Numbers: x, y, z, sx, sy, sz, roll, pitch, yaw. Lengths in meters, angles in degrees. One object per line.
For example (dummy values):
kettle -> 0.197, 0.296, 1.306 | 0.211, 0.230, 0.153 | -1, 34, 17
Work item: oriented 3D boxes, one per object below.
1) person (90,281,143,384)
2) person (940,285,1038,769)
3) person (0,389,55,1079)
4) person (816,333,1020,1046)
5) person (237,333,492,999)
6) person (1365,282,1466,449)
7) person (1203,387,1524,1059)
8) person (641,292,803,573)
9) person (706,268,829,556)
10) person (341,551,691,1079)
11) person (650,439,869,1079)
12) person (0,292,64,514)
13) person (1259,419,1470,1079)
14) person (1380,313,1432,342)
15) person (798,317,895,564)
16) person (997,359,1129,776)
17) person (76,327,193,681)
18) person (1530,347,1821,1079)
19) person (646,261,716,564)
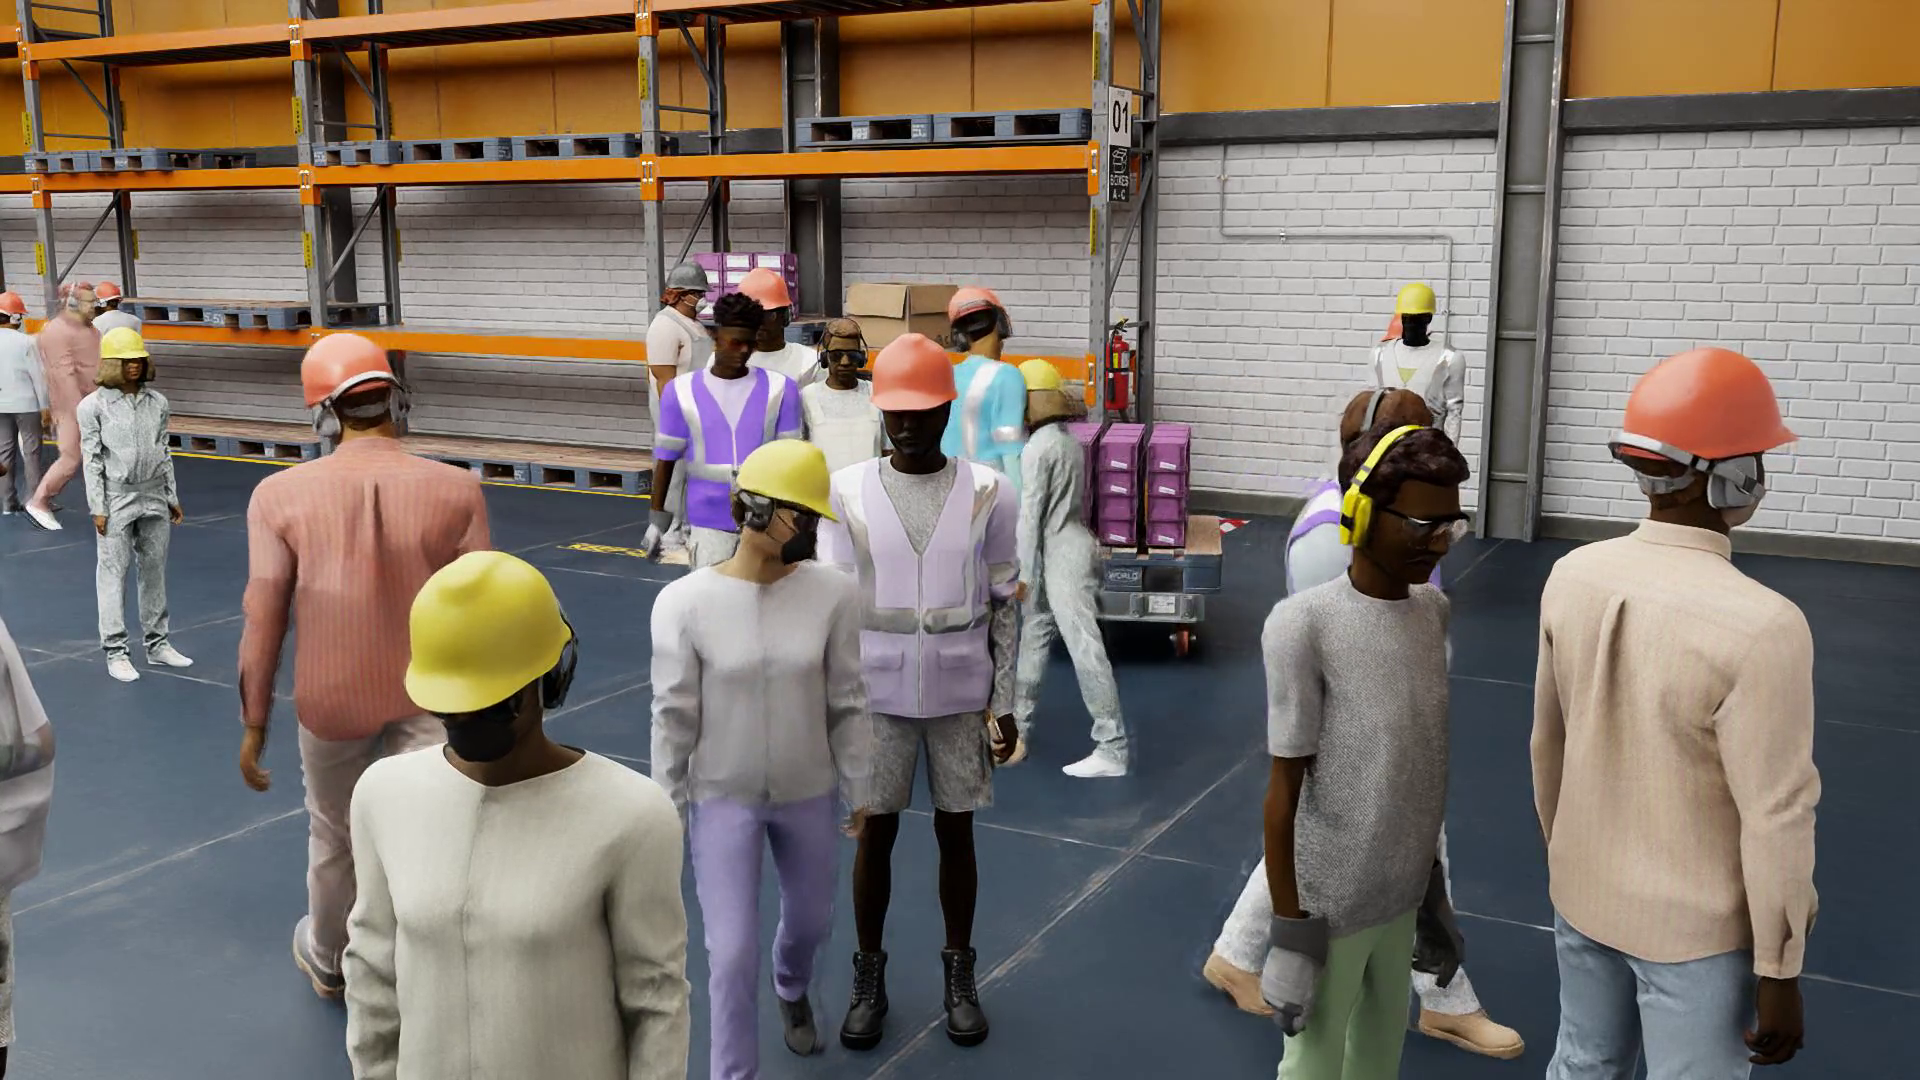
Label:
person -> -8.213, -1.632, 16.195 | 0.322, 1.756, 0.563 | 6, 12, 28
person -> 0.130, -0.069, 6.991 | 0.486, 1.989, 0.649 | -4, 11, -21
person -> -1.959, 0.623, 3.256 | 0.366, 1.967, 0.603 | -6, 12, -31
person -> -0.112, 0.417, 4.471 | 0.553, 1.935, 0.361 | -1, 10, -3
person -> -1.560, 0.417, 4.491 | 0.709, 1.916, 1.042 | -4, 11, -22
person -> 2.593, -0.516, 9.609 | 0.587, 1.929, 0.360 | 7, 12, 32
person -> 1.074, 0.481, 4.511 | 0.881, 1.810, 0.632 | 8, 13, 36
person -> -1.008, -0.098, 7.250 | 0.756, 1.954, 0.463 | -2, 10, -10
person -> -0.896, -0.246, 7.815 | 0.615, 2.041, 0.388 | 0, 10, 2
person -> -0.654, 0.876, 2.449 | 0.523, 1.761, 0.323 | 1, 10, 8
person -> -0.507, 0.605, 4.063 | 0.559, 1.730, 0.779 | -5, 11, -23
person -> -7.432, -1.071, 13.129 | 0.561, 1.752, 0.324 | 1, 10, 8
person -> 0.757, 0.703, 3.106 | 0.519, 1.865, 0.326 | -9, 13, -40
person -> 2.678, -0.497, 10.026 | 0.359, 1.740, 0.566 | 4, 11, 21
person -> -0.522, -0.075, 7.460 | 0.501, 1.839, 0.342 | -3, 11, -16
person -> 0.383, 0.104, 6.894 | 0.784, 1.677, 0.511 | 3, 11, 18
person -> -4.109, -0.184, 8.295 | 0.295, 1.744, 0.484 | 5, 12, 27
person -> 1.270, 0.657, 2.992 | 0.375, 1.997, 0.612 | -4, 11, -20
person -> -1.812, -0.868, 11.233 | 0.535, 2.000, 0.682 | 2, 11, 12
